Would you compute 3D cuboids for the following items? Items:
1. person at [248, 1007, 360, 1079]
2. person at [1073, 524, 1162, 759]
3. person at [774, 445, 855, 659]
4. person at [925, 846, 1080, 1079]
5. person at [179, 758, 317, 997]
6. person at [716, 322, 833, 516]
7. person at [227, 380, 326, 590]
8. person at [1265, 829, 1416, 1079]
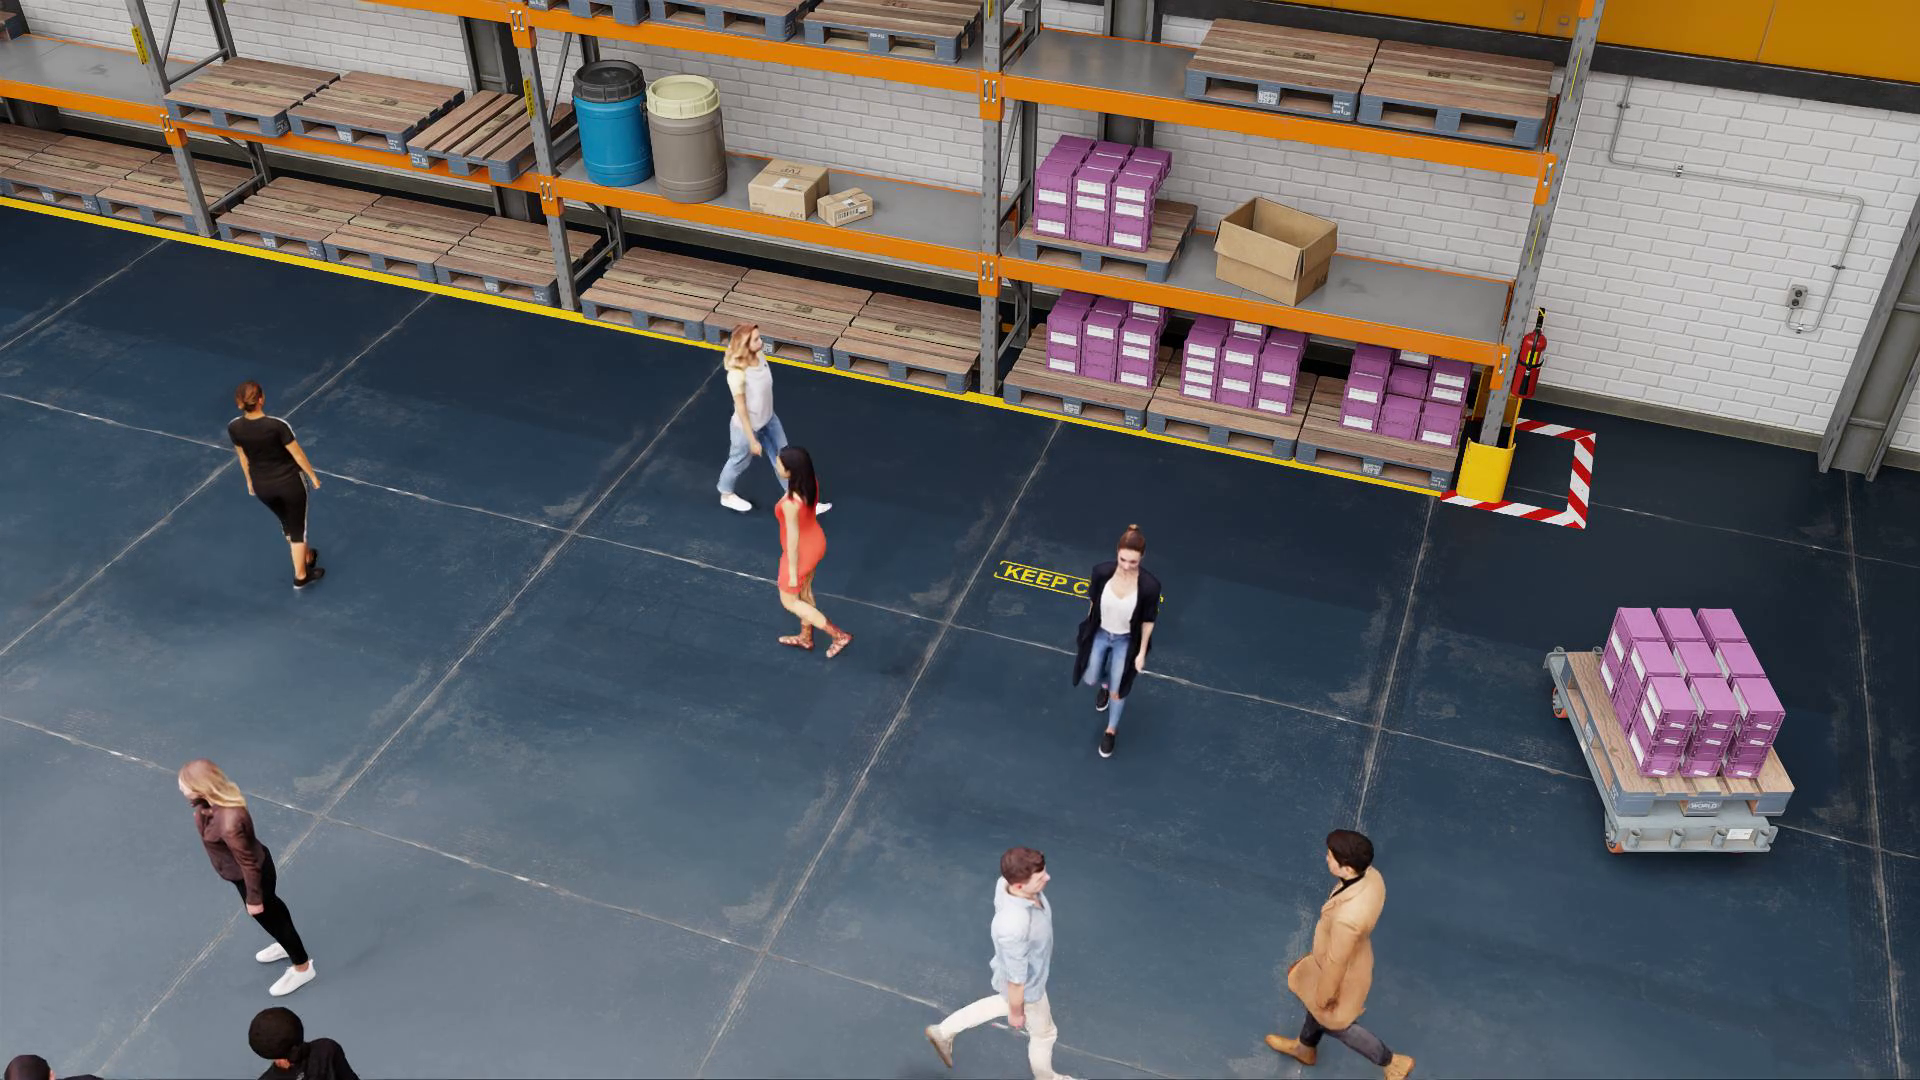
[{"bbox_3d":[-2.885,2.767,7.611,1.164,1.630,0.884,30,47,32],"label":"person"},{"bbox_3d":[0.965,0.591,10.302,0.708,1.673,0.699,12,40,15],"label":"person"},{"bbox_3d":[-0.949,0.111,10.878,0.787,1.704,0.584,12,40,14],"label":"person"},{"bbox_3d":[0.215,2.147,8.231,1.169,1.825,0.843,3,39,4],"label":"person"},{"bbox_3d":[-3.760,1.758,8.817,0.734,1.702,0.649,-20,43,-24],"label":"person"},{"bbox_3d":[-1.594,-0.831,12.085,1.119,1.669,0.645,13,40,16],"label":"person"},{"bbox_3d":[-4.740,-0.369,11.517,0.723,1.656,0.787,4,39,5],"label":"person"},{"bbox_3d":[1.993,2.150,8.327,0.983,1.700,0.705,11,40,14],"label":"person"}]
